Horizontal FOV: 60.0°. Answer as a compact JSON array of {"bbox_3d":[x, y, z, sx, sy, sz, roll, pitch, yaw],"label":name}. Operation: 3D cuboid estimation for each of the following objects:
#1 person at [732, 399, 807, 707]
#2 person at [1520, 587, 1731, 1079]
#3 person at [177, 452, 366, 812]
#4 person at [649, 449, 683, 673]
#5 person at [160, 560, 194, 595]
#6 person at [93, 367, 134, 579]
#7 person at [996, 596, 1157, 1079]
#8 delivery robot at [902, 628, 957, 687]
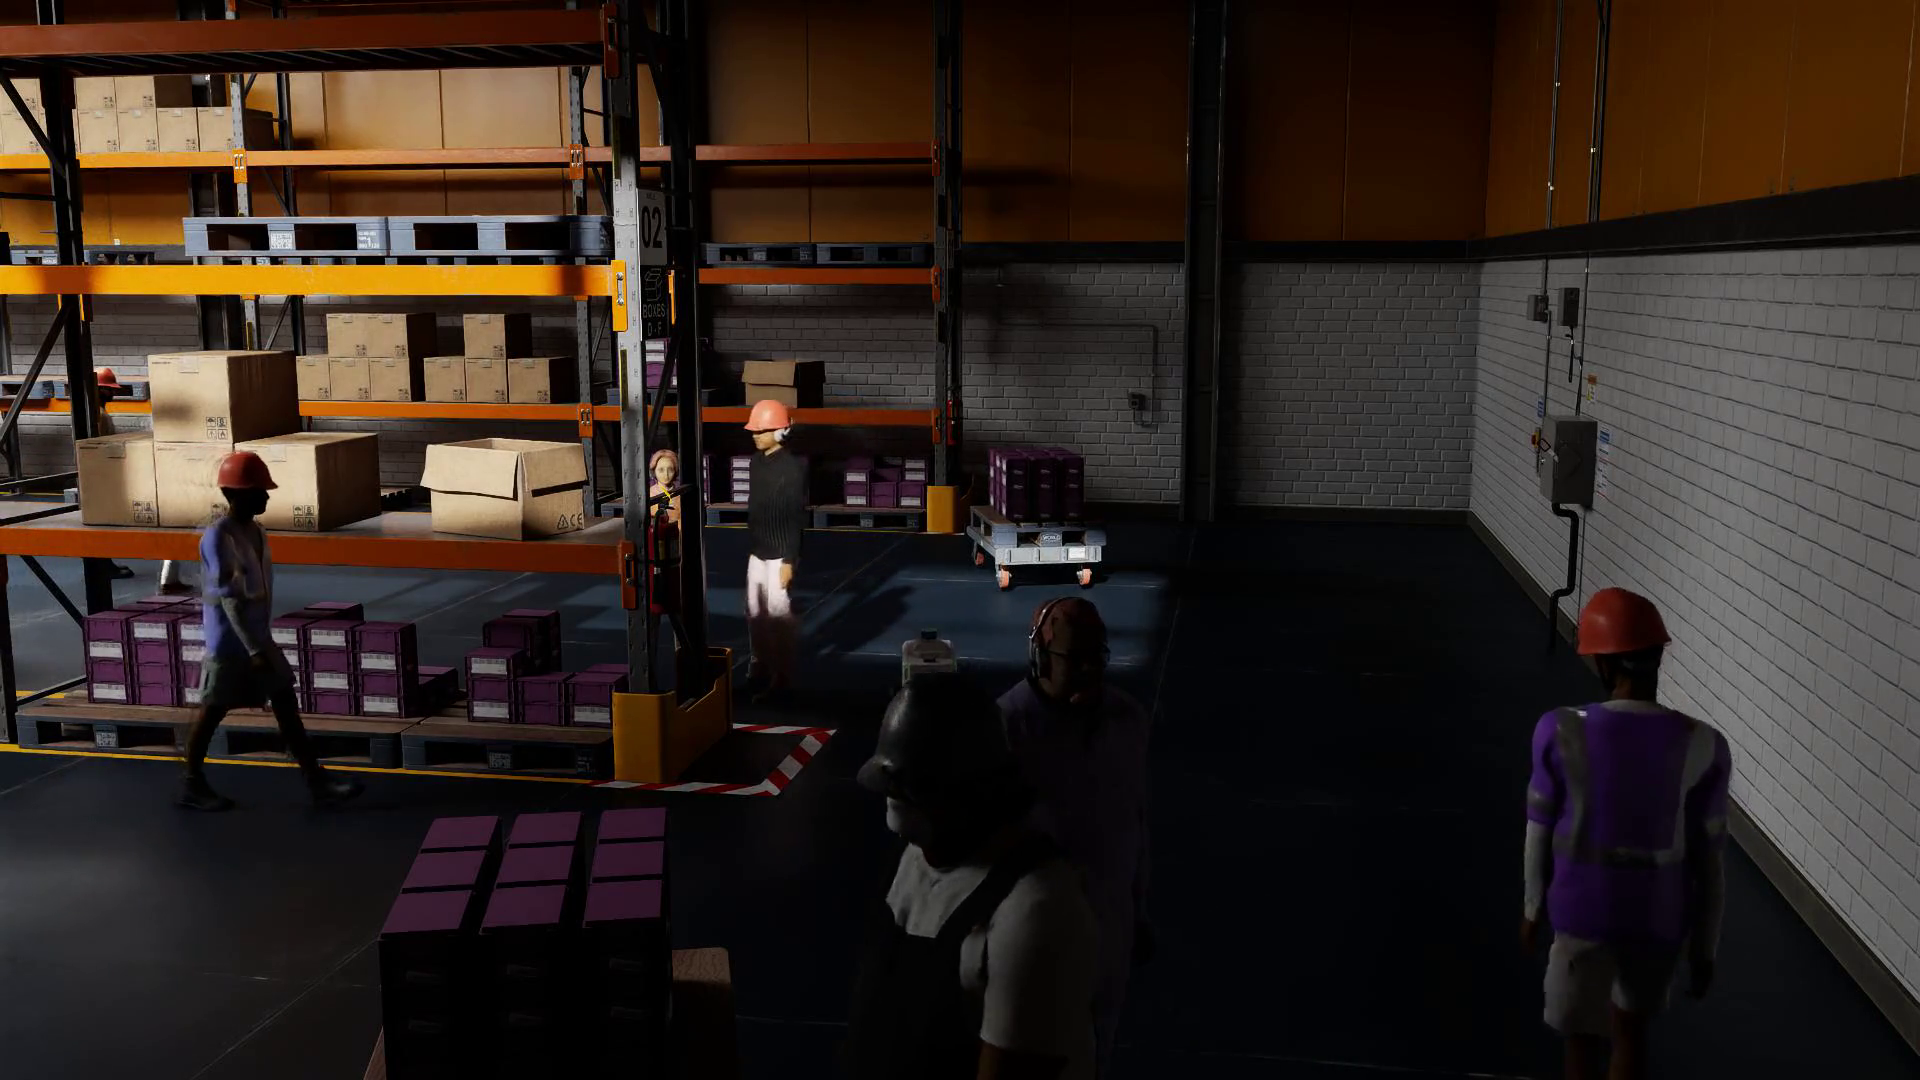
[{"bbox_3d":[-1.224,0.080,10.772,0.446,1.984,0.654,-7,11,-36],"label":"person"},{"bbox_3d":[1.901,1.095,4.757,0.535,1.902,0.901,2,9,10],"label":"person"},{"bbox_3d":[-3.624,0.493,8.521,1.012,1.881,0.545,1,9,9],"label":"person"},{"bbox_3d":[-1.942,0.214,10.990,0.514,1.643,0.307,-3,10,-15],"label":"person"},{"bbox_3d":[-6.731,-0.477,14.653,0.601,1.837,0.956,6,11,32],"label":"person"},{"bbox_3d":[-7.822,-0.613,15.216,0.376,1.934,0.547,-5,10,-29],"label":"person"},{"bbox_3d":[0.300,1.094,4.714,0.652,1.906,0.402,-6,11,-32],"label":"person"},{"bbox_3d":[-0.195,0.797,10.445,0.477,0.478,0.707,0,9,-2],"label":"delivery robot"}]
